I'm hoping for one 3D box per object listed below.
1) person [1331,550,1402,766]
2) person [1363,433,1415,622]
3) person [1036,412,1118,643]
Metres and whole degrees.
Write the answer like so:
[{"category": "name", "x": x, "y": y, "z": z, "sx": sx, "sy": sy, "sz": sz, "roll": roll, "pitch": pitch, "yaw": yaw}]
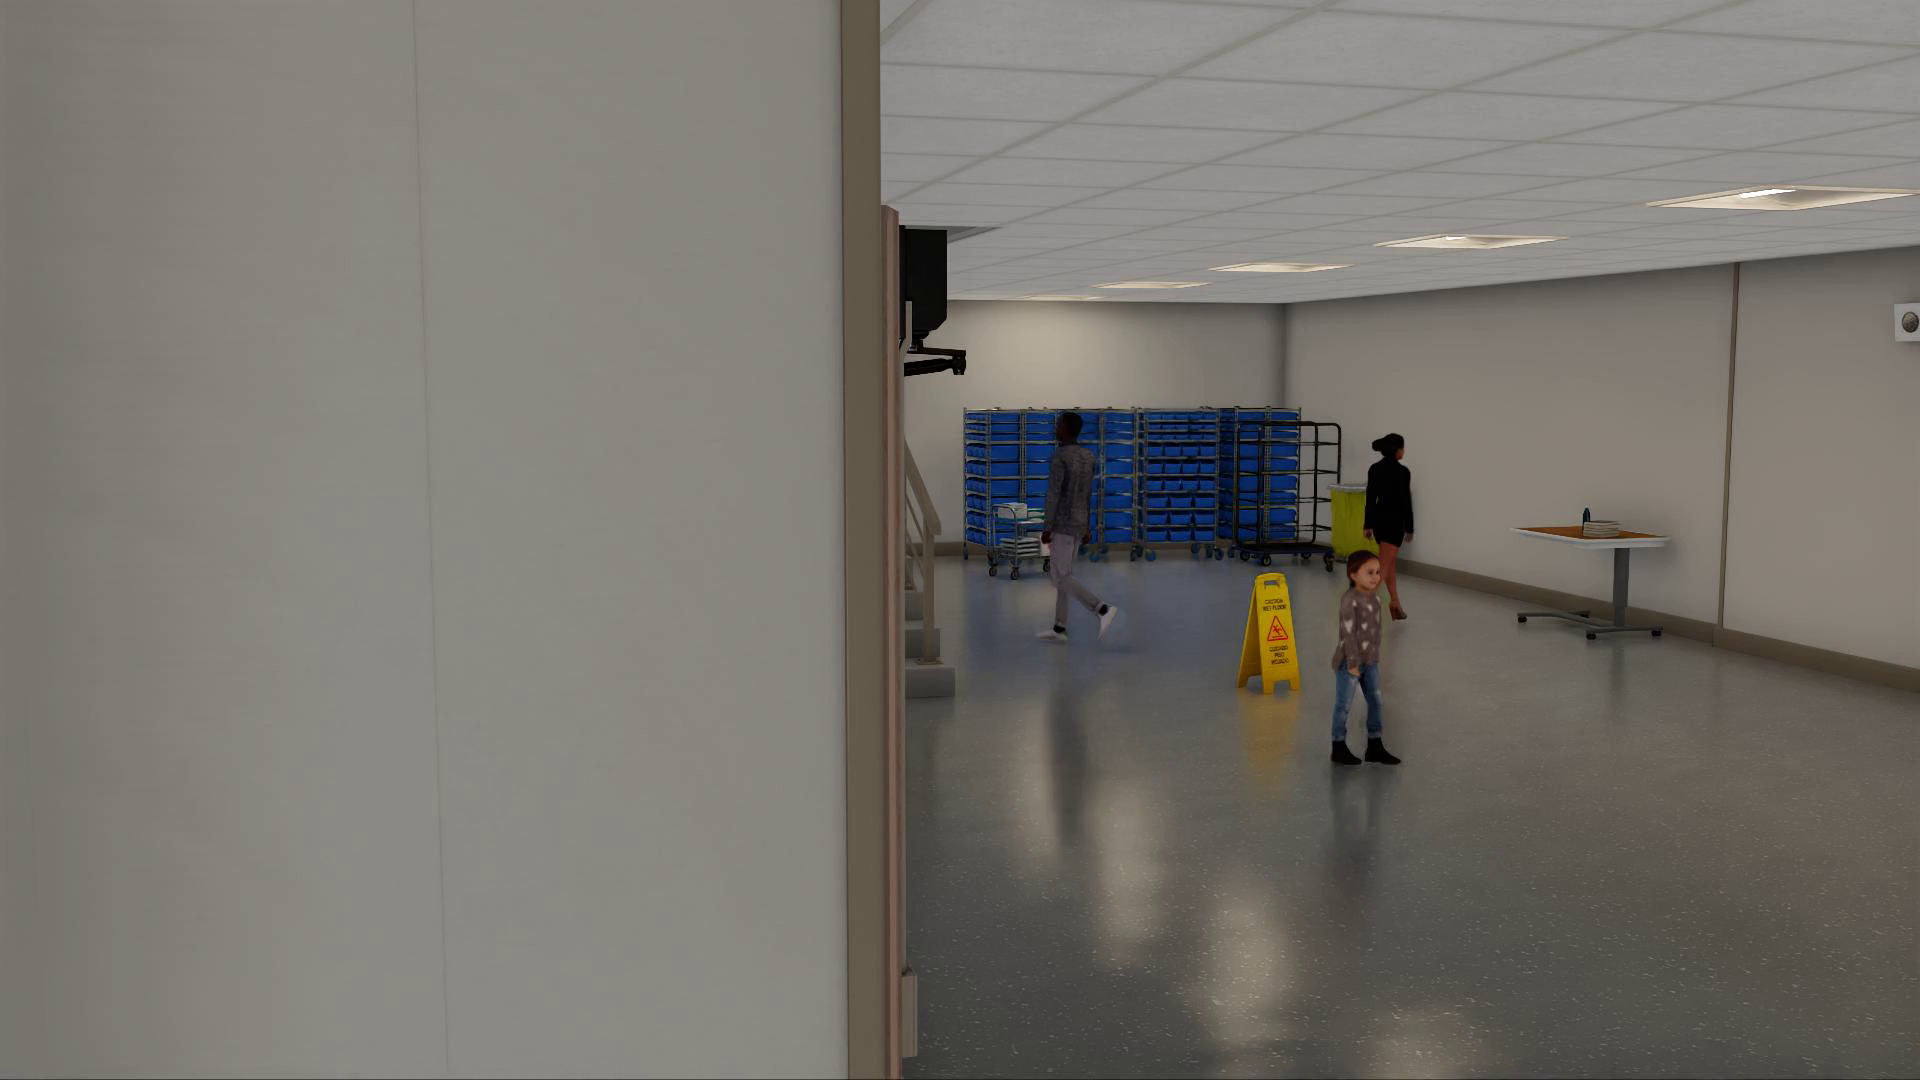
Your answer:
[{"category": "person", "x": 2.134, "y": 0.640, "z": 9.097, "sx": 0.578, "sy": 1.183, "sz": 0.660, "roll": -3, "pitch": 7, "yaw": -31}, {"category": "person", "x": 3.528, "y": -0.055, "z": 13.907, "sx": 0.890, "sy": 1.602, "sz": 1.040, "roll": -4, "pitch": 7, "yaw": -35}, {"category": "person", "x": 0.915, "y": -0.076, "z": 13.021, "sx": 1.129, "sy": 1.822, "sz": 1.048, "roll": 4, "pitch": 7, "yaw": 34}]
